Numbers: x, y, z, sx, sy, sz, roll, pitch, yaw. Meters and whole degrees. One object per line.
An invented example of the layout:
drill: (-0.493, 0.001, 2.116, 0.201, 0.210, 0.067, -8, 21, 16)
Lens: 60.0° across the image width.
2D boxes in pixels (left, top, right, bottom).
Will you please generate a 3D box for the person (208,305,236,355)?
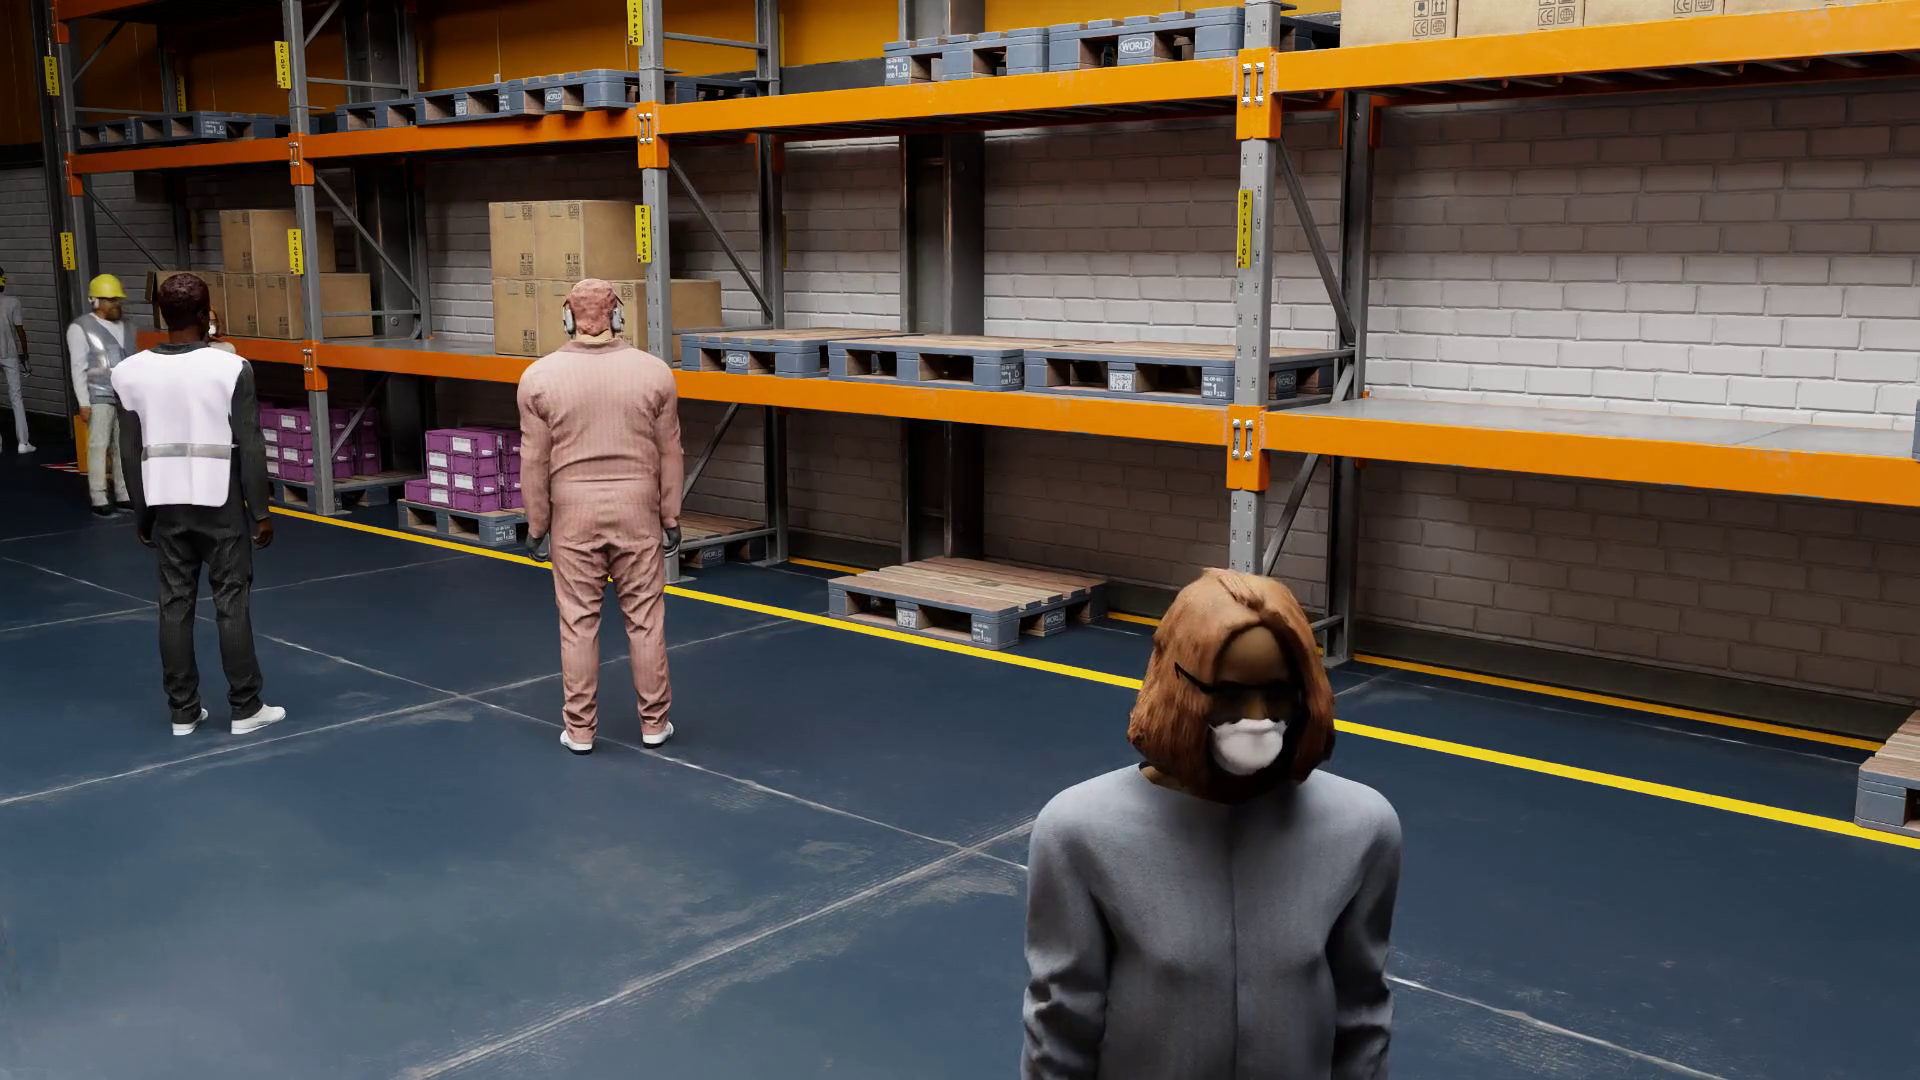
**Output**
person: (-5.463, -0.903, 12.113, 0.277, 1.627, 0.497, 7, 12, 33)

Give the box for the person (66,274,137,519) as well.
person: (-6.403, -1.084, 12.551, 0.403, 1.827, 0.599, 4, 11, 20)

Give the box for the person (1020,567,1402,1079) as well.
person: (0.323, 0.839, 2.163, 0.499, 1.633, 0.289, -2, 10, -10)

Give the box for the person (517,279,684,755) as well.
person: (-1.428, -0.086, 6.672, 0.639, 1.902, 0.407, -3, 10, -14)

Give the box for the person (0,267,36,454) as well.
person: (-9.449, -1.771, 16.370, 0.526, 1.864, 0.315, -4, 11, -19)

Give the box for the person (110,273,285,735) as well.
person: (-3.156, -0.134, 6.892, 0.587, 1.920, 0.390, 0, 10, 0)
